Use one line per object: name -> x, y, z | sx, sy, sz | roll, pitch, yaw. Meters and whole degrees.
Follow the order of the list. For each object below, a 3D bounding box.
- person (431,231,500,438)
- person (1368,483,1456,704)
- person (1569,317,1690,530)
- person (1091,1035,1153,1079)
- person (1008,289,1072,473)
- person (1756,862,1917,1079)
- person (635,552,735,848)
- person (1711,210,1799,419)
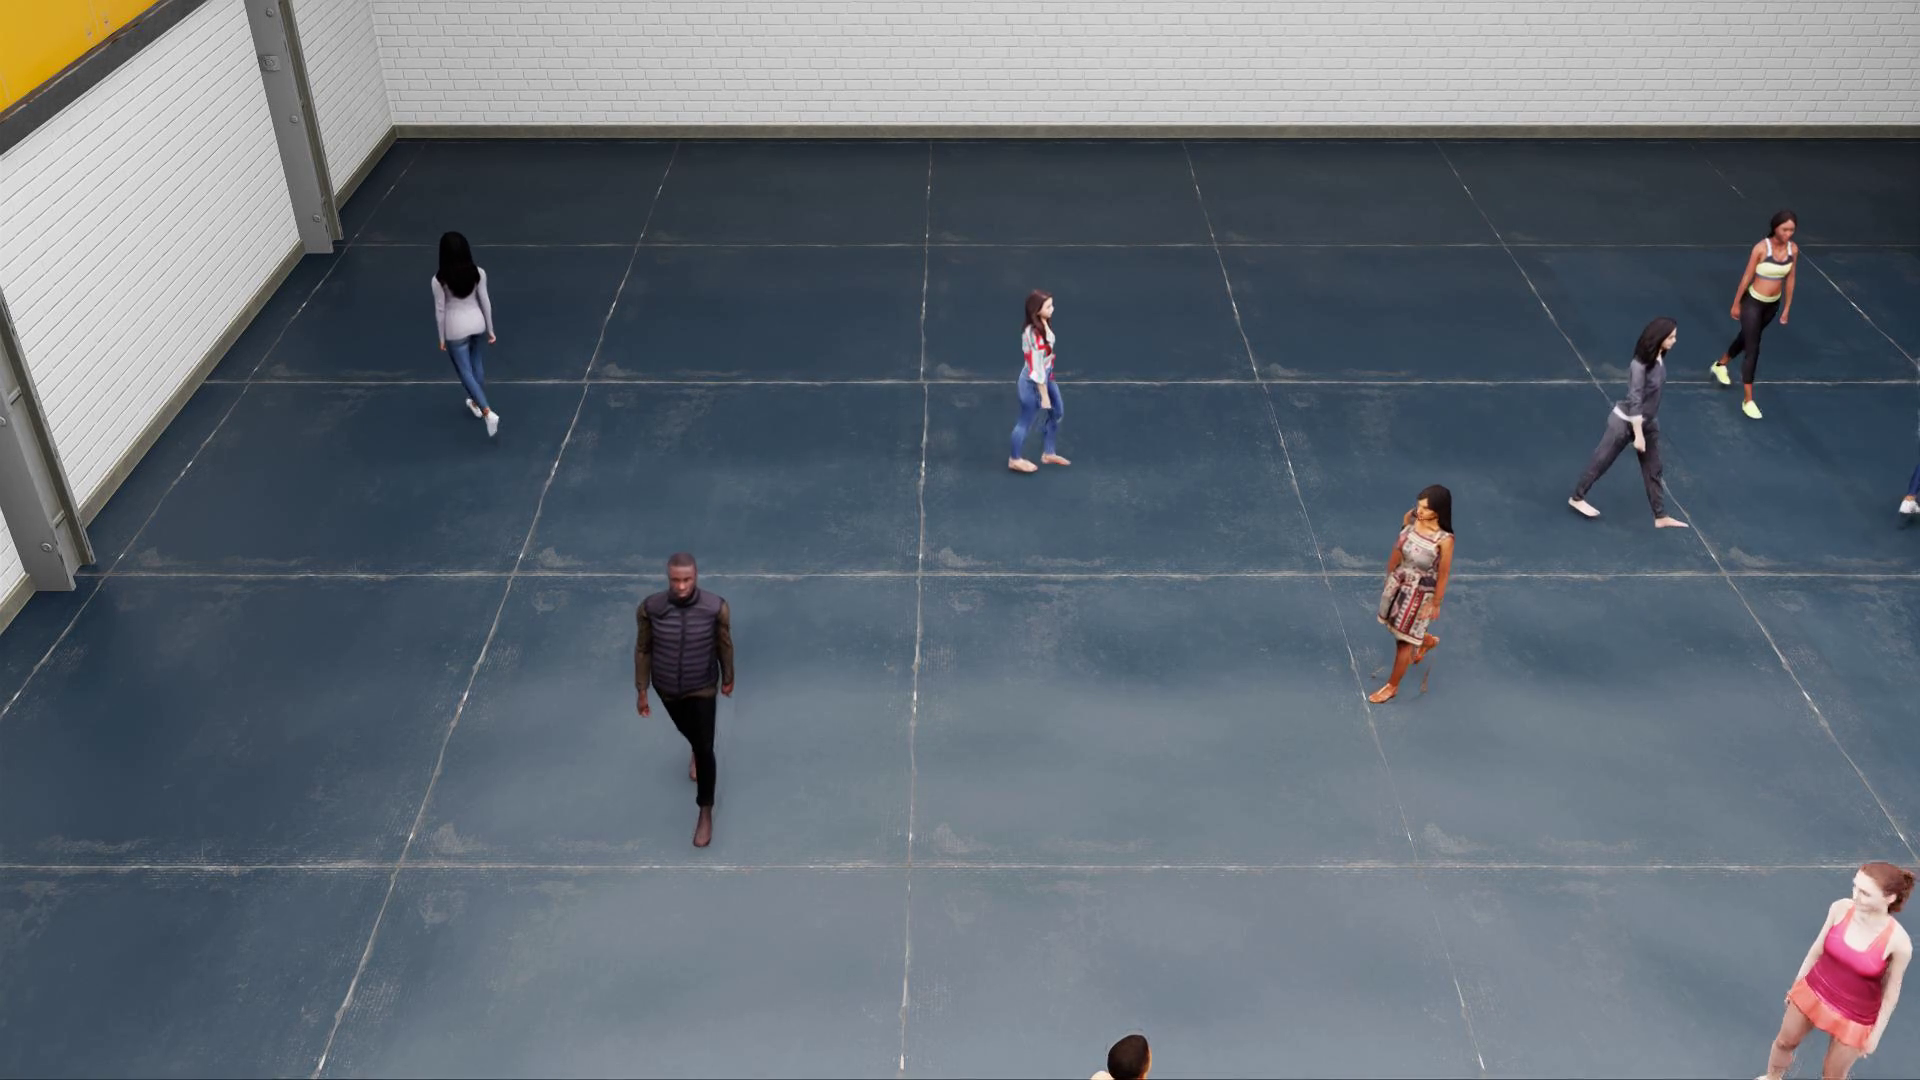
person -> -4.013, -1.659, 13.605 | 1.017, 1.711, 1.153 | -22, 39, -29
person -> 2.985, 0.300, 10.729 | 0.945, 1.632, 0.959 | -14, 36, -21
person -> 4.925, -0.884, 12.430 | 1.145, 1.722, 1.119 | 26, 41, 33
person -> 0.717, 2.693, 7.284 | 0.598, 1.461, 0.627 | 18, 38, 25
person -> 0.512, -1.239, 13.078 | 0.770, 1.595, 0.735 | 7, 34, 11
person -> 4.130, 2.192, 7.780 | 0.789, 1.747, 0.681 | -27, 42, -35
person -> -1.607, 0.815, 9.806 | 0.745, 1.797, 1.144 | 1, 34, 2
person -> 6.741, -1.992, 14.112 | 0.653, 1.706, 1.144 | -3, 34, -4
